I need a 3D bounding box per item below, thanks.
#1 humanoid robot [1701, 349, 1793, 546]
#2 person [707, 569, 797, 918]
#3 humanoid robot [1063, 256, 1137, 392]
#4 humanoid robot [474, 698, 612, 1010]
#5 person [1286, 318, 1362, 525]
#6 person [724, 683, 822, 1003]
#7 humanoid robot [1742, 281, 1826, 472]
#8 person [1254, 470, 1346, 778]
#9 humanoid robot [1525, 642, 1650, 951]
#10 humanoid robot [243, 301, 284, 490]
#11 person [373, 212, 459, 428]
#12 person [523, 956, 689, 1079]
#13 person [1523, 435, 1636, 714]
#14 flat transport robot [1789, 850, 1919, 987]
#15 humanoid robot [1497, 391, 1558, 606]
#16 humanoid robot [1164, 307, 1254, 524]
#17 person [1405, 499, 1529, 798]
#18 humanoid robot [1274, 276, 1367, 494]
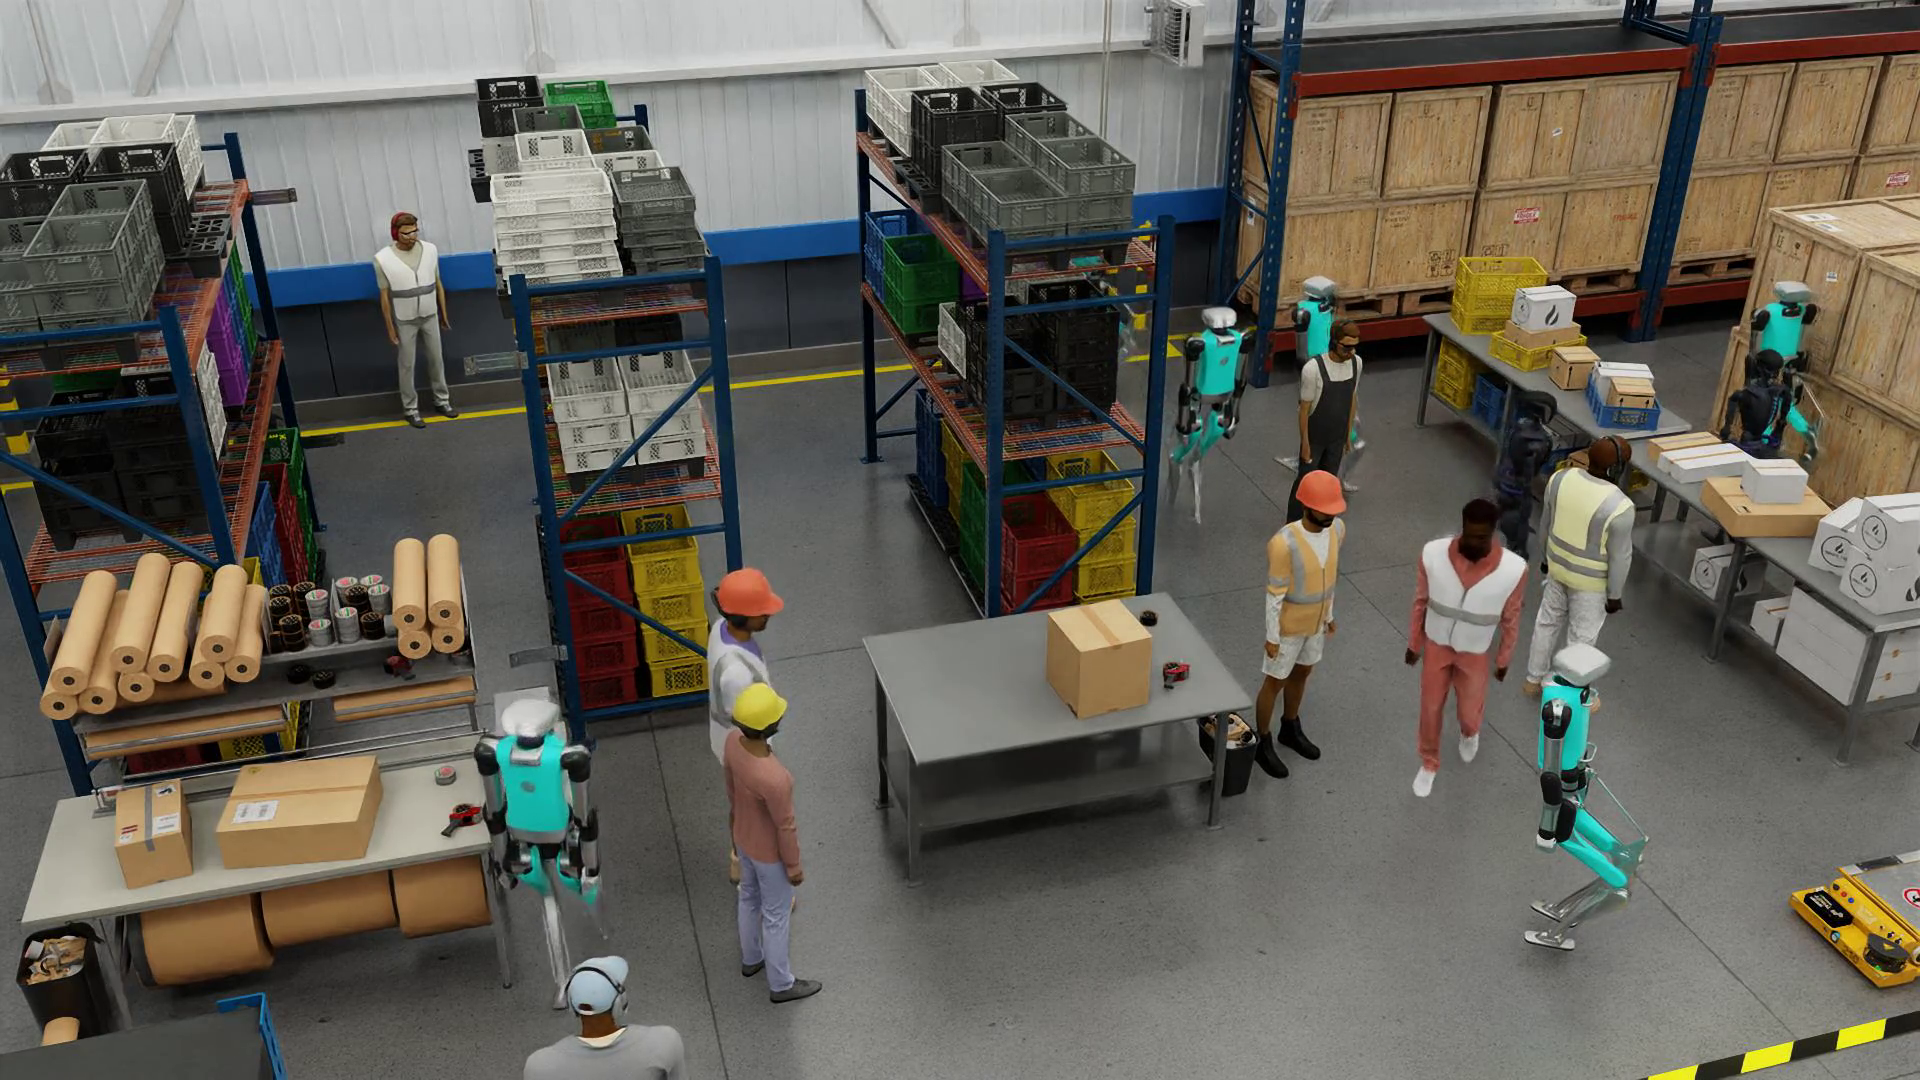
[{"bbox_3d":[5.588,-0.542,11.745,0.590,1.654,0.751,-8,30,-15],"label":"humanoid robot"},{"bbox_3d":[-1.063,1.030,8.464,0.405,2.027,0.619,-6,29,-10],"label":"person"},{"bbox_3d":[1.206,-1.987,14.260,0.851,1.778,0.542,24,37,36],"label":"humanoid robot"},{"bbox_3d":[-1.932,1.474,8.081,0.552,1.898,0.728,2,29,4],"label":"humanoid robot"},{"bbox_3d":[2.610,-0.731,11.876,0.500,1.832,0.359,-13,31,-23],"label":"person"},{"bbox_3d":[-0.920,1.446,7.971,0.298,1.772,0.531,-20,35,-32],"label":"person"},{"bbox_3d":[6.244,-1.008,12.510,0.532,1.761,1.013,-8,30,-14],"label":"humanoid robot"},{"bbox_3d":[1.979,0.466,9.582,0.545,1.938,0.375,-19,34,-31],"label":"person"},{"bbox_3d":[3.114,1.309,8.117,0.735,1.676,0.533,15,32,26],"label":"humanoid robot"},{"bbox_3d":[-5.343,-1.058,12.609,0.315,1.657,0.599,-16,33,-27],"label":"humanoid robot"},{"bbox_3d":[-4.554,-1.857,13.919,0.562,1.835,0.381,-25,37,-37],"label":"person"},{"bbox_3d":[-1.298,2.313,6.310,0.597,1.849,0.388,-9,30,-15],"label":"person"},{"bbox_3d":[3.805,0.205,10.155,0.429,1.841,0.631,-15,32,-25],"label":"person"},{"bbox_3d":[5.163,1.916,8.676,1.431,0.231,0.659,-8,30,-14],"label":"flat transport robot"},{"bbox_3d":[3.709,-0.268,11.193,0.444,1.645,0.593,7,30,13],"label":"humanoid robot"},{"bbox_3d":[1.746,-0.928,12.447,0.534,1.873,0.775,-11,31,-19],"label":"humanoid robot"},{"bbox_3d":[2.833,0.582,9.417,0.586,1.903,0.506,12,31,21],"label":"person"},{"bbox_3d":[2.867,-1.118,12.664,0.979,1.732,0.533,19,34,31],"label":"humanoid robot"}]
